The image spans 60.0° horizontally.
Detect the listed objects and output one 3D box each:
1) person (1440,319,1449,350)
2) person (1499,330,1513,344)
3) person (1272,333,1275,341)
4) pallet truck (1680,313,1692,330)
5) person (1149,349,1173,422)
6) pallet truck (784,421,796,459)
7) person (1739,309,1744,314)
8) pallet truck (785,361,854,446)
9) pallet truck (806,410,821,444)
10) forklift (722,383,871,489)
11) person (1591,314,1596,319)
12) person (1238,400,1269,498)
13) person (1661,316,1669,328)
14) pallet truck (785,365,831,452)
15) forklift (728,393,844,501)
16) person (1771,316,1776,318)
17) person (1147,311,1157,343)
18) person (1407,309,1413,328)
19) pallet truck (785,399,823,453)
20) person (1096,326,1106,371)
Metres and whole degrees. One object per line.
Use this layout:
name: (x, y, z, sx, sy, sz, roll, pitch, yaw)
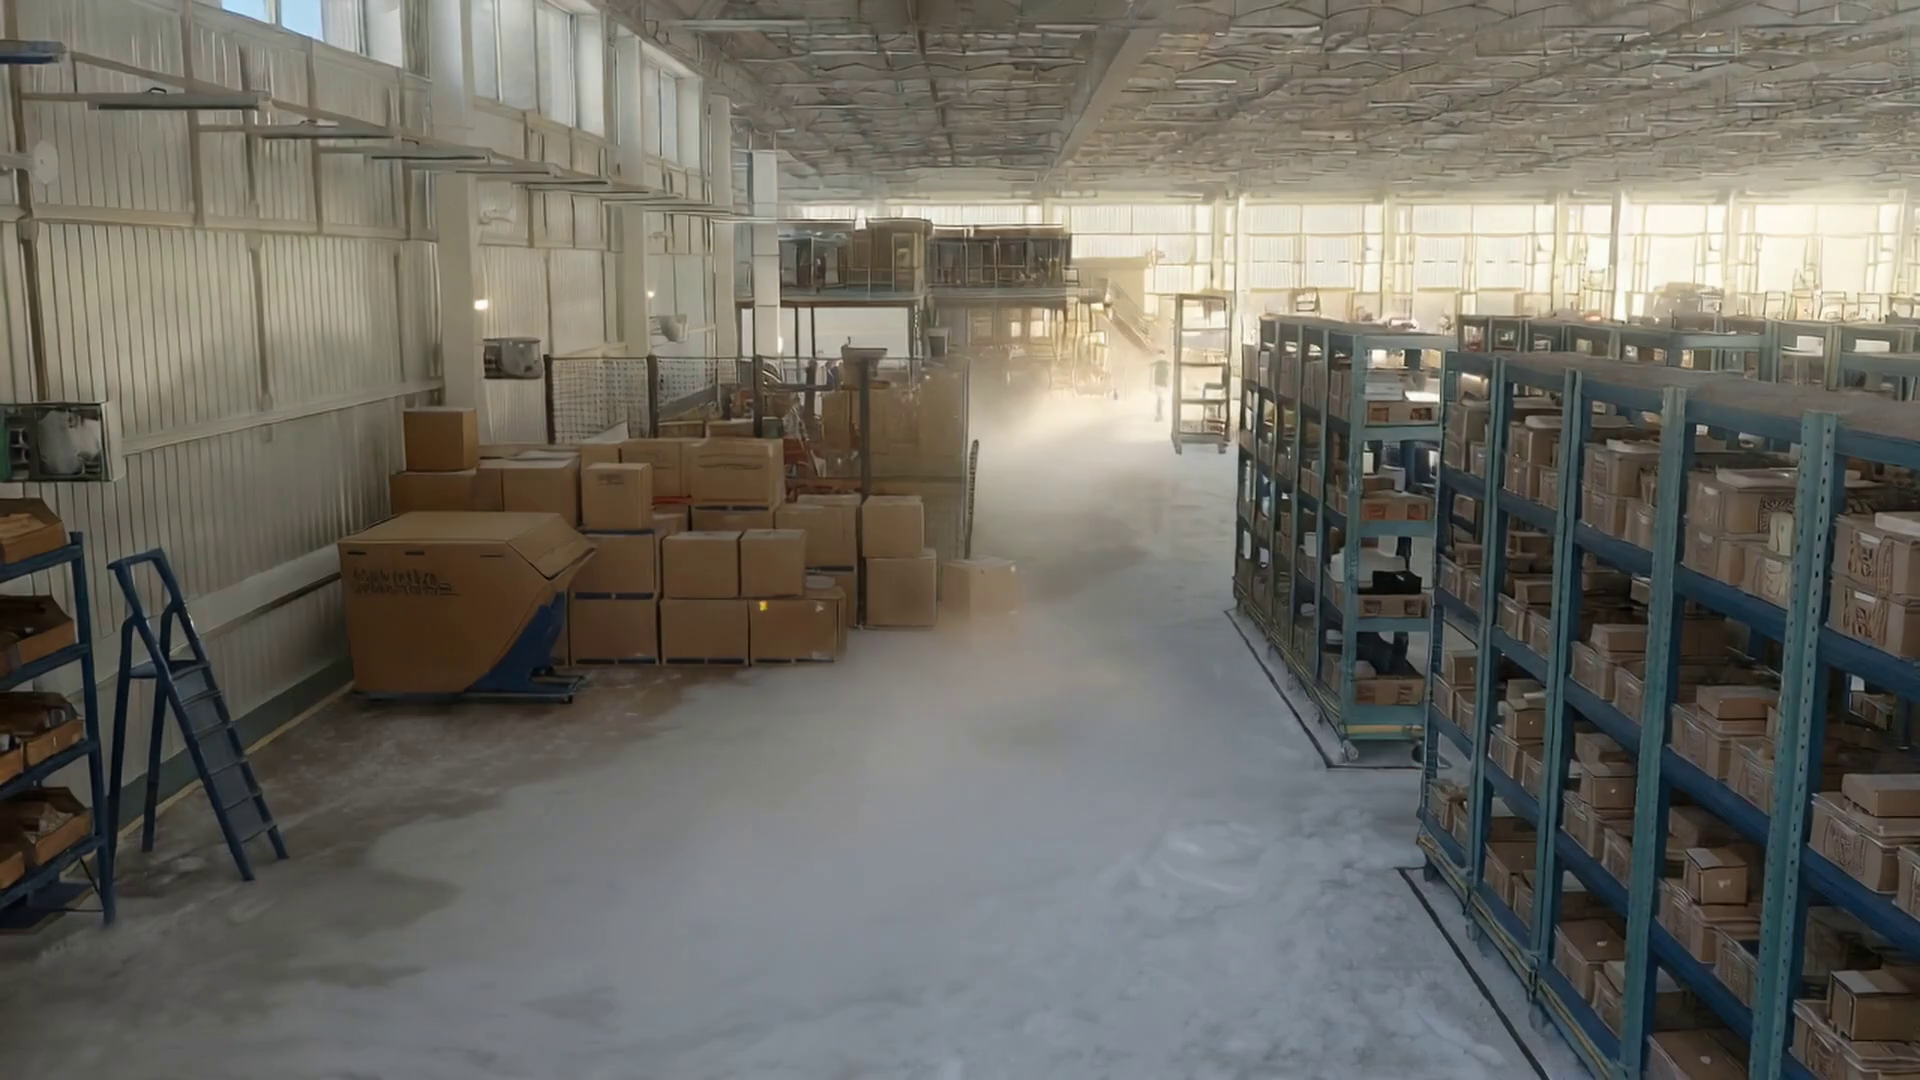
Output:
person: (22.594, -9.392, 77.683, 0.866, 1.842, 0.521, -5, 10, -28)
person: (20.352, -6.910, 62.094, 0.552, 1.935, 0.373, 9, 13, 43)
person: (13.075, -7.917, 68.399, 1.034, 1.910, 0.613, 9, 13, 43)
pallet truck: (36.315, -10.531, 84.244, 0.823, 1.965, 1.885, -6, 11, -33)
person: (5.460, -4.219, 45.357, 0.613, 1.997, 1.062, 6, 11, 33)
pallet truck: (-4.013, -1.793, 32.705, 1.601, 1.201, 0.680, 0, 9, 1)
person: (44.270, -12.130, 94.289, 0.545, 1.938, 0.362, -2, 10, -15)
pallet truck: (-3.410, -3.193, 38.978, 1.885, 1.965, 0.823, 0, 9, -1)
pallet truck: (-3.559, -2.018, 33.905, 1.522, 1.261, 0.704, 0, 9, -1)
forklift: (-2.893, -1.687, 28.729, 2.680, 1.987, 1.157, 0, 9, -1)
person: (32.219, -10.518, 84.437, 0.847, 1.913, 0.637, -4, 10, -23)
person: (5.094, -1.475, 28.666, 0.651, 1.904, 0.403, -5, 11, -29)
person: (36.423, -10.670, 85.759, 0.962, 1.789, 0.632, 4, 10, 24)
pallet truck: (-3.774, -2.976, 37.635, 1.885, 1.965, 0.823, 1, 9, 5)
forklift: (-2.979, -1.316, 26.476, 2.680, 1.987, 1.157, 0, 9, 1)
person: (39.452, -9.898, 80.684, 0.338, 1.882, 0.583, 6, 11, 33)
person: (10.869, -12.136, 94.737, 0.626, 1.798, 0.899, 7, 12, 37)
person: (25.589, -12.172, 94.618, 0.397, 1.919, 0.585, 5, 11, 29)
pallet truck: (-3.814, -2.432, 36.419, 1.630, 1.274, 0.653, 0, 9, 1)
person: (5.758, -7.794, 67.872, 0.345, 1.839, 0.501, -3, 10, -18)
